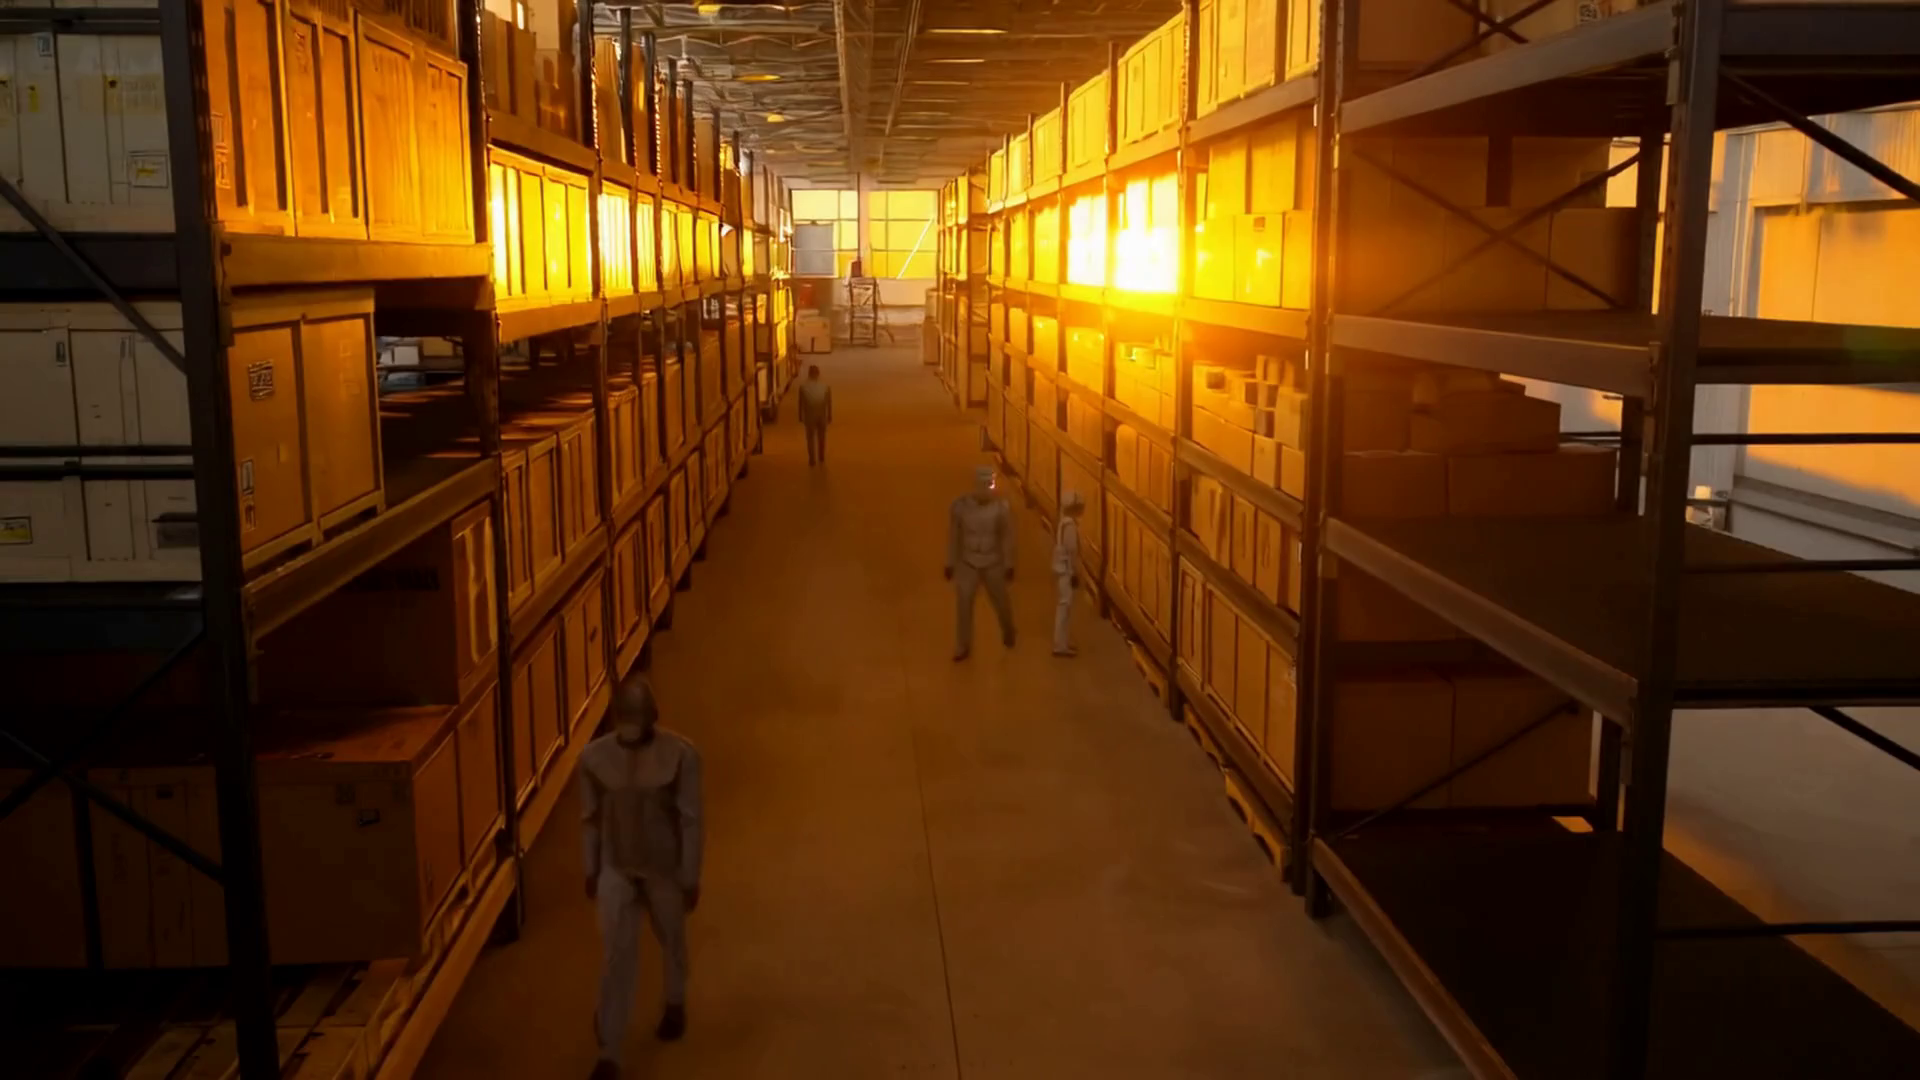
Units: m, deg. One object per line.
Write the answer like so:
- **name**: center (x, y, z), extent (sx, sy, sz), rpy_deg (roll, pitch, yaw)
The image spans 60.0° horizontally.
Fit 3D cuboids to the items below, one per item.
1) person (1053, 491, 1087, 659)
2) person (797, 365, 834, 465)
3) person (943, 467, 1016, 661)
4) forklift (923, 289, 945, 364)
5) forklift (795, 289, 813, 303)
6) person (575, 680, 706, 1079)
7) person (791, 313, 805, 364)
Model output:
- **person**: center (1.067, 0.335, 16.222), extent (0.321, 1.628, 0.530), rpy_deg (0, 10, -1)
- **person**: center (-2.772, -2.402, 31.801), extent (0.692, 1.876, 0.815), rpy_deg (-2, 10, -9)
- **person**: center (0.205, 0.206, 16.263), extent (0.709, 1.880, 0.811), rpy_deg (2, 10, 11)
- **forklift**: center (-0.808, -8.118, 62.957), extent (1.129, 2.768, 1.873), rpy_deg (-1, 10, -3)
- **forklift**: center (-7.285, -10.538, 77.416), extent (1.129, 2.768, 1.873), rpy_deg (-2, 10, -10)
- **person**: center (-1.524, 1.591, 7.946), extent (0.641, 1.888, 1.011), rpy_deg (0, 10, 2)
- **person**: center (-6.136, -7.520, 62.264), extent (0.782, 1.905, 0.572), rpy_deg (5, 11, 29)
